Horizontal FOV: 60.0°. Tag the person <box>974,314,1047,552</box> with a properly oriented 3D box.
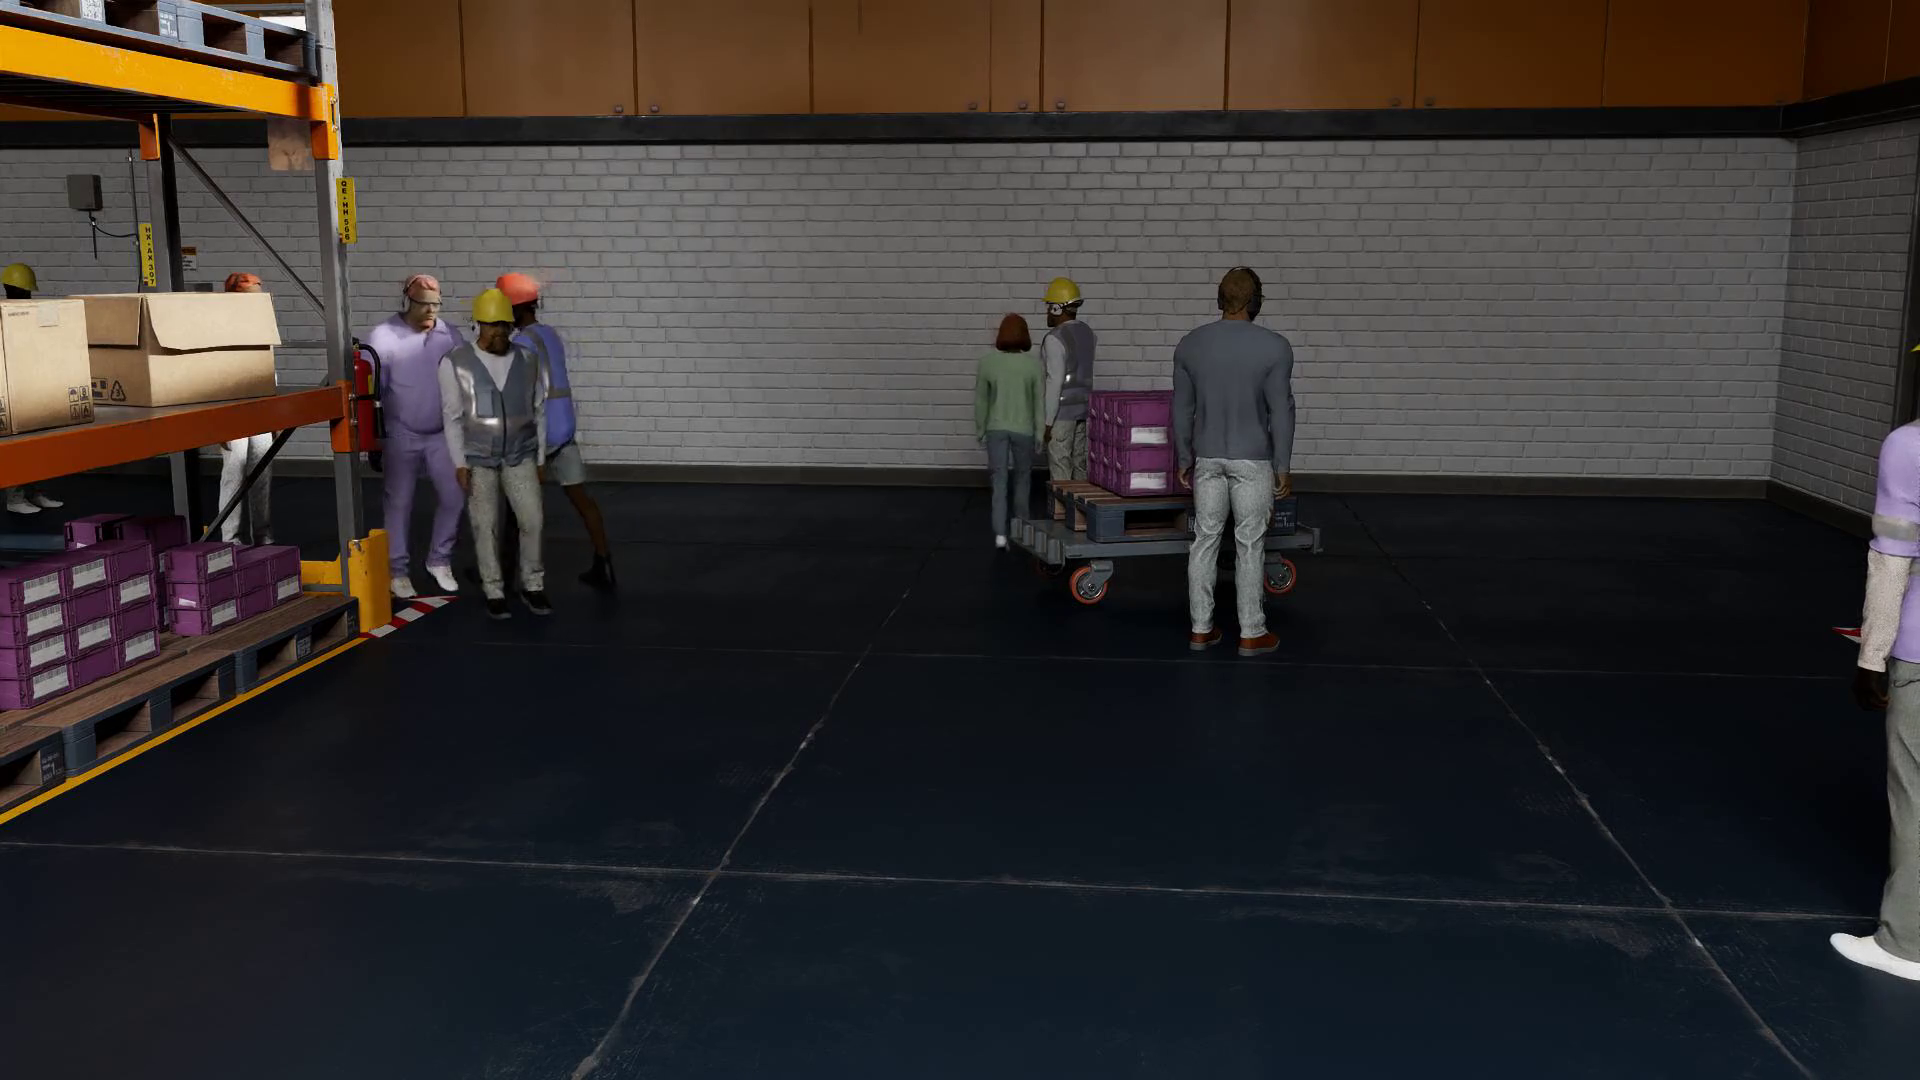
[{"bbox_3d":[0.340,-0.731,11.289,0.507,1.592,0.869,1,10,6],"label":"person"}]

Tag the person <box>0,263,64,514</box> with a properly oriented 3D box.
[{"bbox_3d":[-7.234,-1.168,12.852,0.382,1.917,0.585,0,10,1],"label":"person"}]

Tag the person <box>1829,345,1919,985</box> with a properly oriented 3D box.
[{"bbox_3d":[2.746,0.271,4.621,0.588,1.919,0.402,-2,10,-13],"label":"person"}]

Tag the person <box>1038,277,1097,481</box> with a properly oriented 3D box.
[{"bbox_3d":[0.701,-0.875,11.416,0.403,1.834,0.587,6,11,29],"label":"person"}]

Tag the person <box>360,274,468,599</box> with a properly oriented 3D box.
[{"bbox_3d":[-3.151,-0.592,9.666,0.711,1.879,0.486,-9,13,-40],"label":"person"}]

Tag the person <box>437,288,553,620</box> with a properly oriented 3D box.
[{"bbox_3d":[-2.502,-0.450,9.044,0.596,1.812,0.509,-6,11,-29],"label":"person"}]

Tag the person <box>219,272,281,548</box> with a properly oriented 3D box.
[{"bbox_3d":[-4.579,-0.767,10.677,0.347,1.879,0.580,3,10,17],"label":"person"}]

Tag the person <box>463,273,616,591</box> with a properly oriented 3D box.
[{"bbox_3d":[-2.526,-0.630,9.876,0.941,1.876,0.646,1,10,8],"label":"person"}]

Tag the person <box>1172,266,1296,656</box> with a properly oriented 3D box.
[{"bbox_3d":[1.368,-0.389,8.331,0.635,1.937,0.353,6,12,32],"label":"person"}]
